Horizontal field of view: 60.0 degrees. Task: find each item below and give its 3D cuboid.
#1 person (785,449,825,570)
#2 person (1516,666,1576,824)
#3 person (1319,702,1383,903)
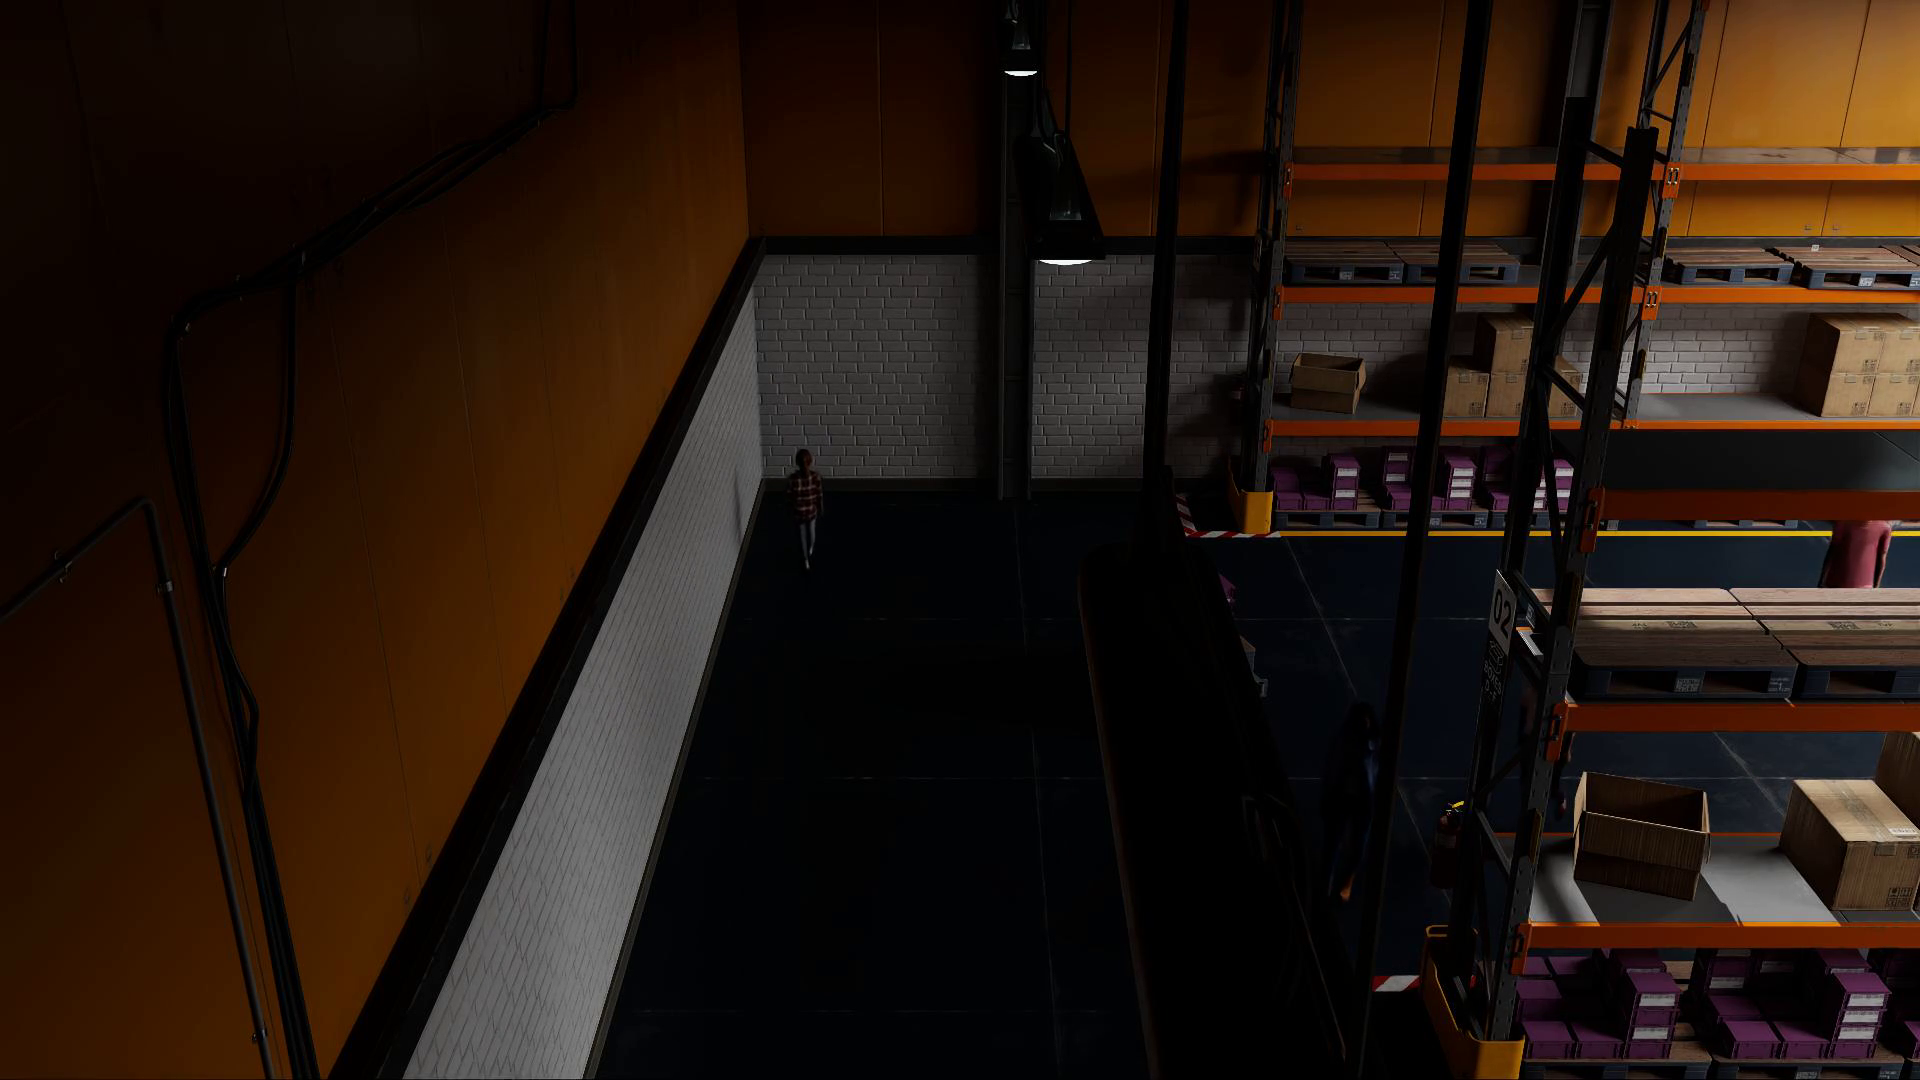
[{"bbox_3d":[-1.641,-0.311,17.588,0.831,1.280,0.731,-6,24,-13],"label":"person"},{"bbox_3d":[4.540,1.532,12.745,0.940,1.783,0.869,-19,30,-37],"label":"person"},{"bbox_3d":[2.854,1.894,12.036,1.048,1.687,0.944,9,25,20],"label":"person"}]
